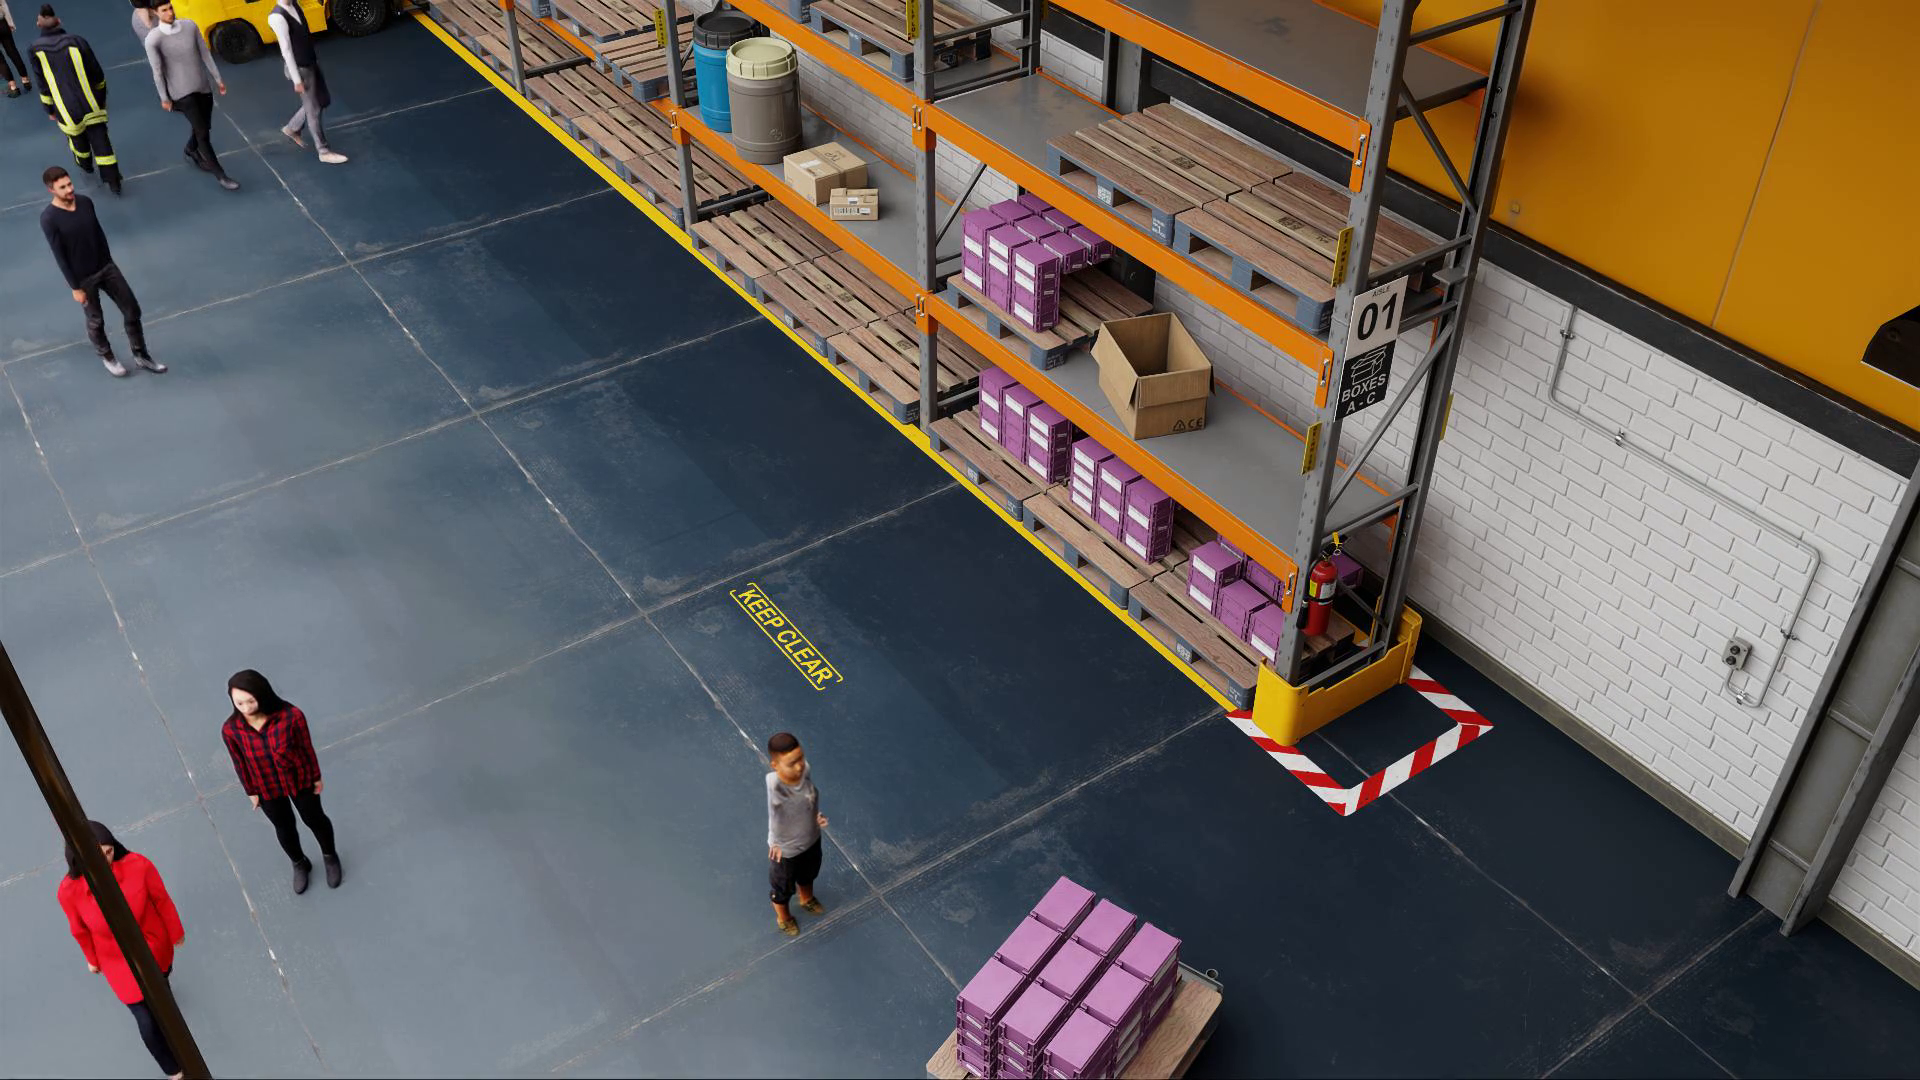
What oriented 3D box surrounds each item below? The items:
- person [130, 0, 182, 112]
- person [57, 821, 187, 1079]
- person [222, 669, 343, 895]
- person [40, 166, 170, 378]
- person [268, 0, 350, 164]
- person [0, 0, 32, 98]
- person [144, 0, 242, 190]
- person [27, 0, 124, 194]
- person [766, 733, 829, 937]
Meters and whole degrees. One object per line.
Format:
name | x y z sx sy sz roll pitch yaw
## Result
person | -8.545 -5.431 17.563 0.819 1.761 0.698 -7 39 -9
person | -4.129 1.985 8.322 0.623 1.706 1.075 -21 43 -24
person | -3.740 1.319 9.199 0.634 1.651 0.604 -12 40 -14
person | -7.060 -2.156 13.391 0.944 1.850 0.834 21 43 24
person | -6.596 -4.672 16.485 1.013 1.921 0.972 3 39 4
person | -10.387 -5.497 17.877 0.636 1.472 0.684 -31 48 -33
person | -7.535 -4.411 16.168 1.325 1.908 1.059 20 43 24
person | -8.467 -4.193 15.961 0.831 1.825 1.163 -19 42 -22
person | -0.912 1.562 9.048 0.570 1.460 0.612 29 47 31
